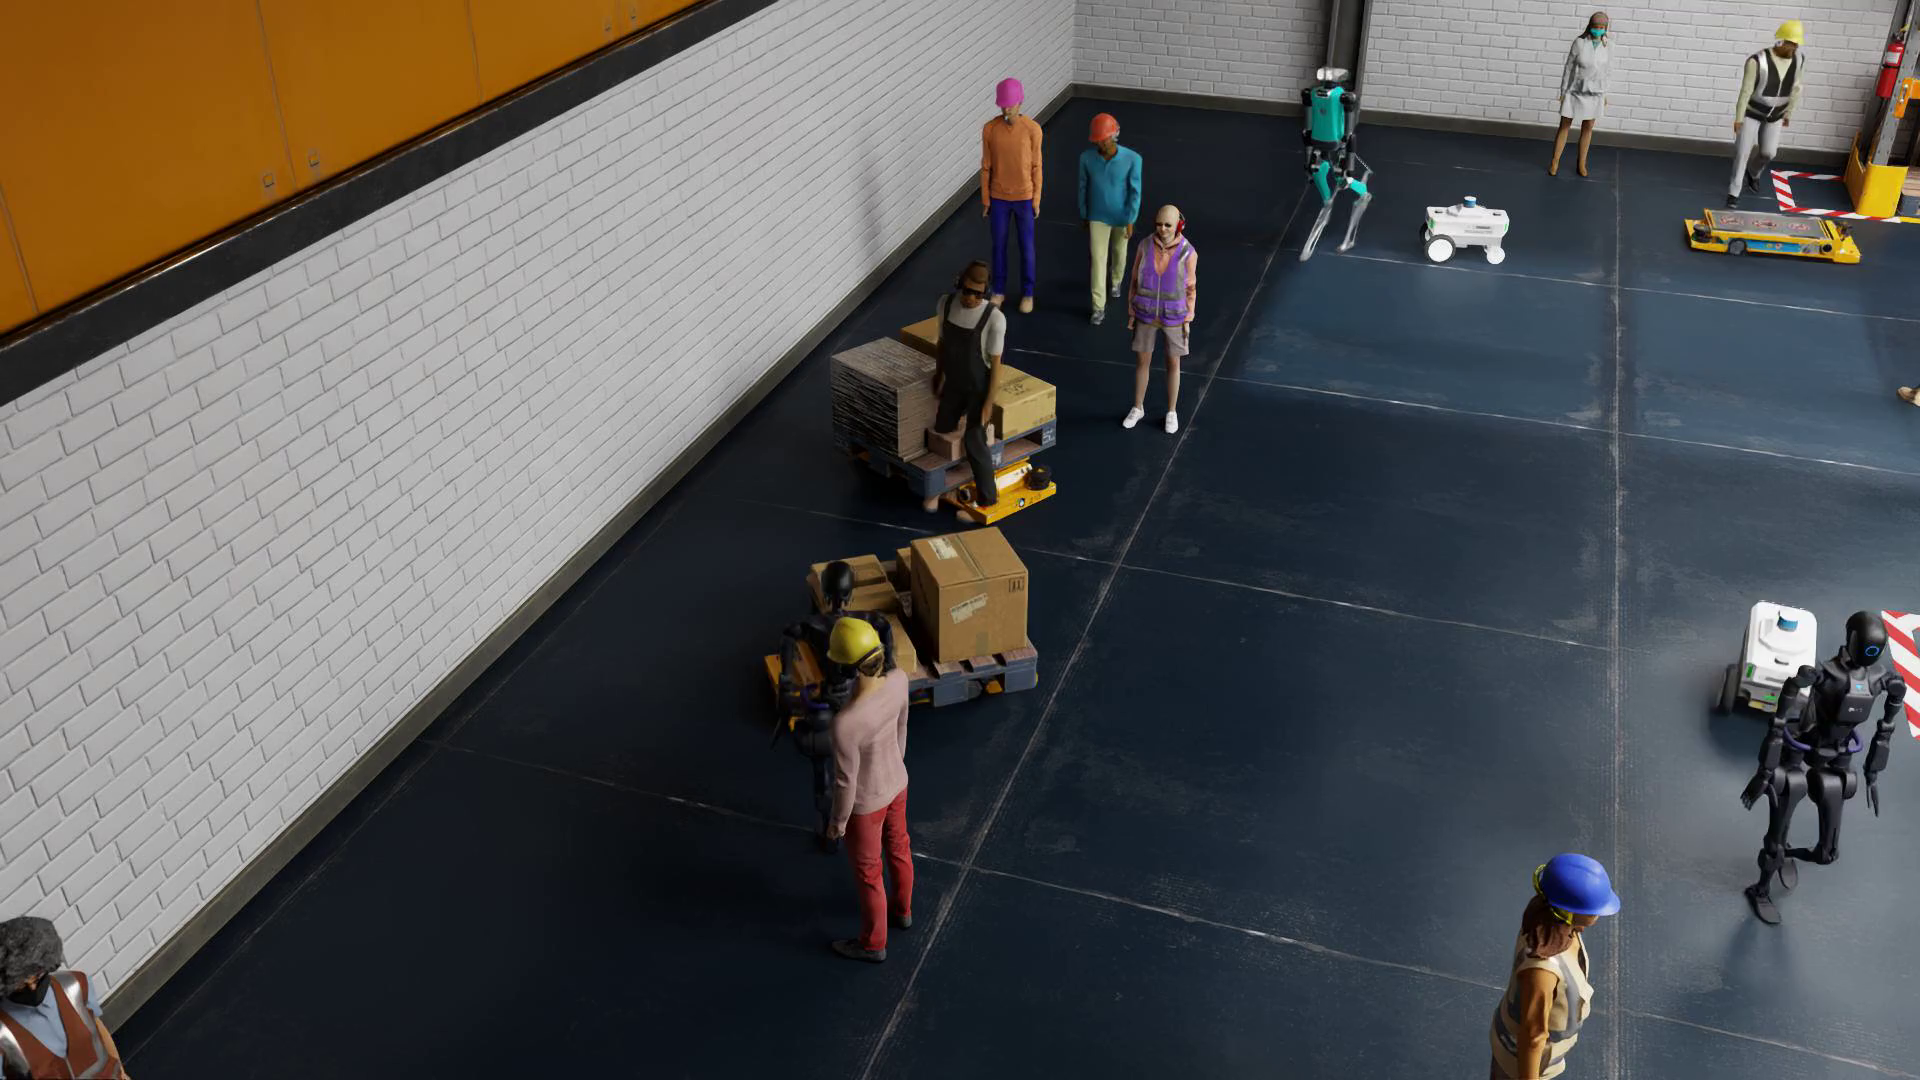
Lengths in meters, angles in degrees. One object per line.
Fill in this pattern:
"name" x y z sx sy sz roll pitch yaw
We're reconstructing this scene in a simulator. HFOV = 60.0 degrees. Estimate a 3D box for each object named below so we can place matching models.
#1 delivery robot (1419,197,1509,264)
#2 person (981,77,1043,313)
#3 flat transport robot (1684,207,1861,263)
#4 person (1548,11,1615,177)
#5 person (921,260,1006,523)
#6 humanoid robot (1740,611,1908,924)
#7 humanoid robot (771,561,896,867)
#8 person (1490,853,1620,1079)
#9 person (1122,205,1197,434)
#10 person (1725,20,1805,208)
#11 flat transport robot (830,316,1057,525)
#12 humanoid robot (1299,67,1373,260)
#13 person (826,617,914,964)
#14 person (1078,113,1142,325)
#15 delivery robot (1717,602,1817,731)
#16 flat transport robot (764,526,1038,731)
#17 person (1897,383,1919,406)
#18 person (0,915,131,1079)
"delivery robot" 4.572 -2.821 15.158 0.788 0.610 0.499 4 31 6
"person" 0.421 -2.858 13.811 0.516 1.974 0.398 6 31 9
"flat transport robot" 7.525 -2.826 15.432 1.431 0.231 0.659 8 31 13
"person" 6.364 -4.539 16.969 0.481 1.663 0.339 5 31 9
"person" 0.025 -0.977 10.765 0.580 1.816 0.374 21 36 31
"humanoid robot" 3.861 0.996 7.539 0.602 1.642 0.429 1 30 2
"humanoid robot" -0.579 0.855 7.791 0.607 1.649 0.554 -7 31 -13
"person" 2.074 1.835 6.013 0.311 1.778 0.469 12 33 20
"person" 1.440 -1.584 11.914 0.481 1.694 0.350 9 32 15
"person" 7.826 -4.182 16.229 0.599 1.810 0.597 1 30 2
"flat transport robot" -0.067 -0.537 11.539 0.659 0.231 1.431 -25 38 -35
"humanoid robot" 3.415 -3.402 14.992 0.582 1.786 0.890 27 40 37
"person" -0.411 1.099 7.287 0.325 1.759 0.523 17 35 27
"person" 1.244 -2.740 13.874 0.545 1.694 0.909 6 31 10
"delivery robot" 4.508 0.687 9.189 0.499 0.609 0.794 13 33 21
"flat transport robot" -0.340 0.705 9.427 1.431 0.231 0.659 -10 32 -16
"person" 7.390 -1.853 12.198 0.529 1.870 0.389 -8 31 -13
"person" -3.112 1.995 5.825 0.304 1.688 0.439 19 35 29
